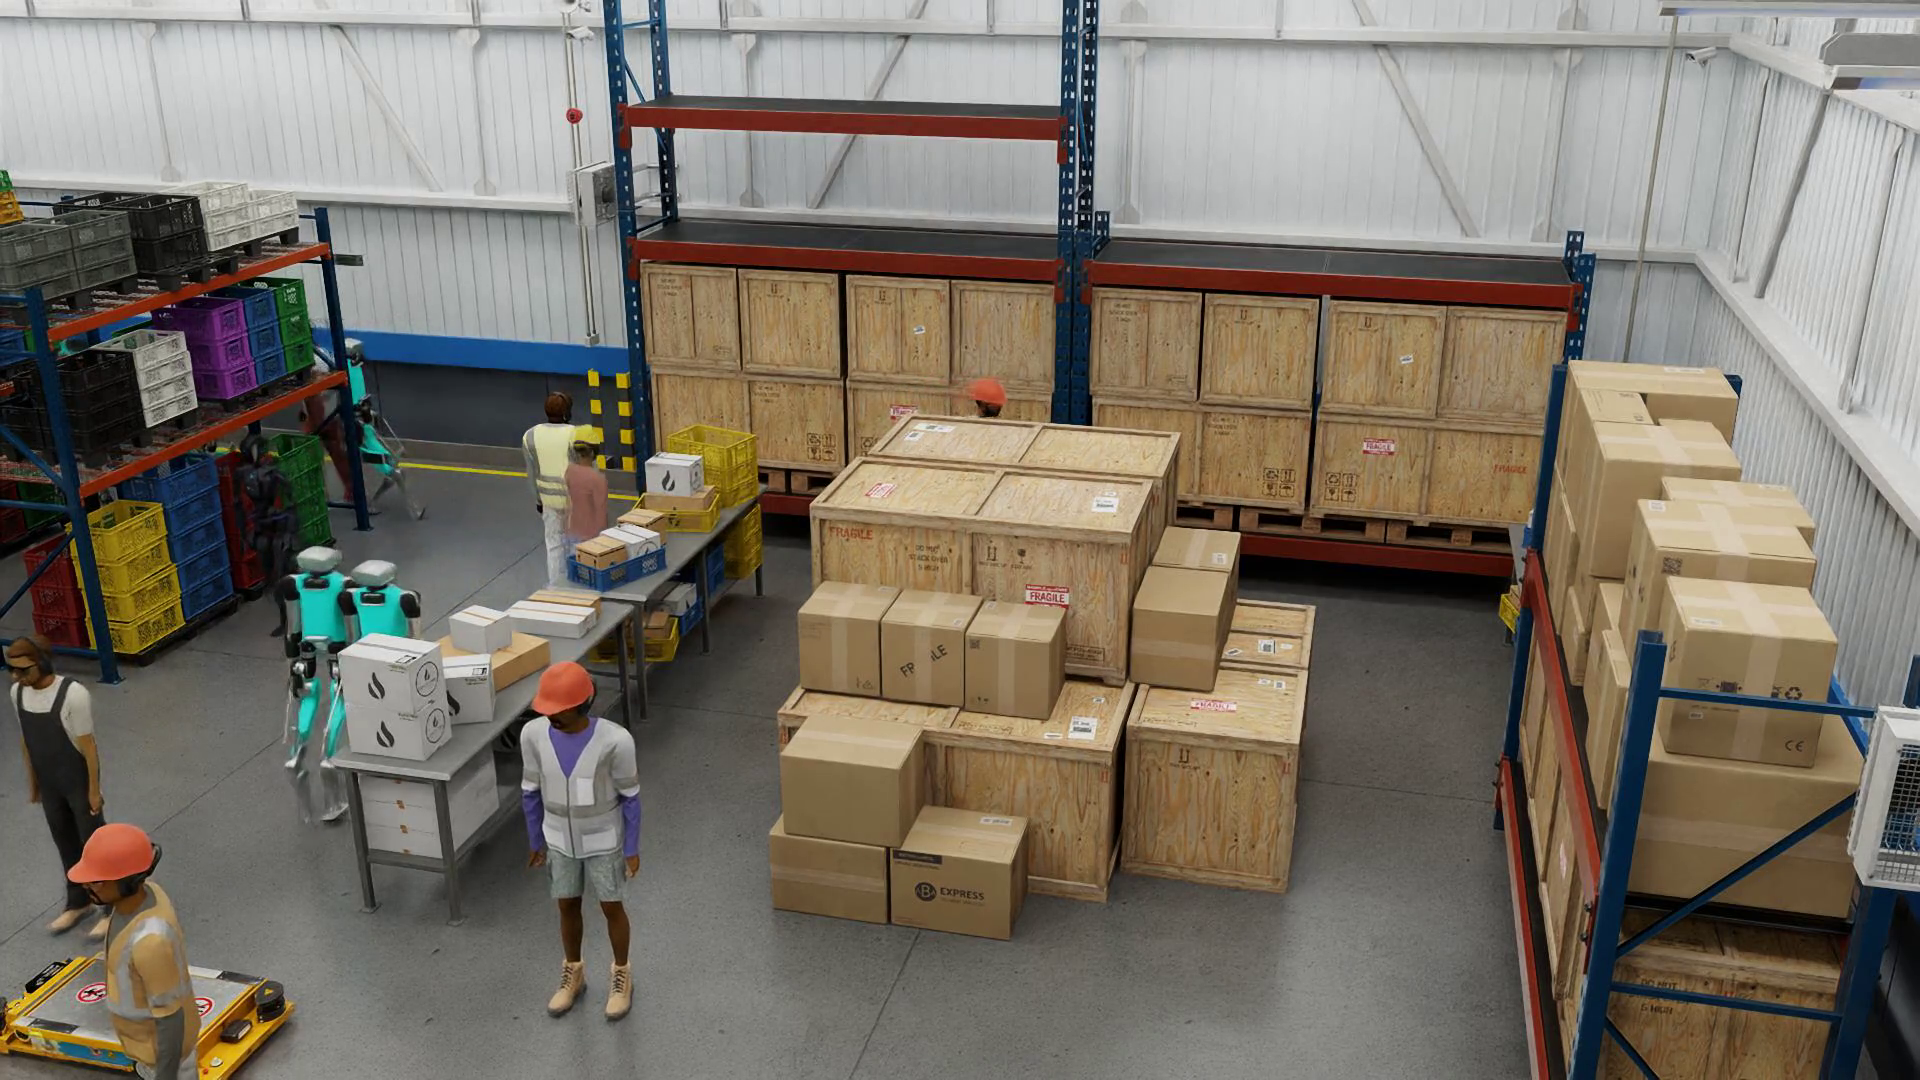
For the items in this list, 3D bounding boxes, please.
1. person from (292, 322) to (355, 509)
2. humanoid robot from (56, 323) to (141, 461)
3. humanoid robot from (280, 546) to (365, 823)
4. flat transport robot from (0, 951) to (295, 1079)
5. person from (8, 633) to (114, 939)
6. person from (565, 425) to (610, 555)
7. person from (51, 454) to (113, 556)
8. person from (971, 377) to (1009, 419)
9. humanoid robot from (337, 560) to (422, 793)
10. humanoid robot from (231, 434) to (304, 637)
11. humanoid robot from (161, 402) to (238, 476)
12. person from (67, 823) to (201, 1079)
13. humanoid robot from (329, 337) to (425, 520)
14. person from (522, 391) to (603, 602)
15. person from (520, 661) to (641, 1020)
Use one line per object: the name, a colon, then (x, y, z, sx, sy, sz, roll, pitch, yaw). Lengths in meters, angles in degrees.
person: (-6.237, -1.170, 15.851, 0.880, 1.885, 0.600, -2, 21, -5)
humanoid robot: (-8.558, -1.361, 16.575, 0.926, 1.782, 0.547, -4, 21, -9)
humanoid robot: (-4.036, 0.994, 10.436, 0.533, 1.802, 0.797, 2, 21, 5)
flat transport robot: (-4.270, 2.464, 8.601, 1.431, 0.231, 0.659, 5, 22, 13)
person: (-5.001, 1.362, 9.291, 0.498, 1.840, 0.358, 6, 22, 15)
person: (-2.952, -0.059, 13.166, 0.524, 1.720, 0.877, 17, 26, 37)
person: (-7.442, -0.475, 14.065, 0.512, 1.865, 0.323, 5, 21, 12)
person: (0.131, -0.455, 13.929, 0.663, 1.915, 0.560, 8, 23, 21)
humanoid robot: (-3.602, 1.094, 10.231, 0.551, 1.856, 0.734, 4, 21, 10)
humanoid robot: (-5.474, -0.090, 13.340, 0.589, 1.637, 0.617, 4, 21, 11)
humanoid robot: (-7.060, -0.957, 15.475, 0.555, 1.708, 0.977, 4, 21, 11)
person: (-3.418, 2.105, 7.050, 0.366, 2.048, 0.607, -14, 25, -32)
humanoid robot: (-5.407, -0.994, 15.687, 0.850, 1.841, 0.540, 2, 21, 6)
person: (-3.233, -0.330, 13.705, 0.625, 1.844, 0.429, 4, 21, 10)
person: (-1.936, 1.544, 8.529, 0.609, 2.040, 0.390, 3, 21, 8)
